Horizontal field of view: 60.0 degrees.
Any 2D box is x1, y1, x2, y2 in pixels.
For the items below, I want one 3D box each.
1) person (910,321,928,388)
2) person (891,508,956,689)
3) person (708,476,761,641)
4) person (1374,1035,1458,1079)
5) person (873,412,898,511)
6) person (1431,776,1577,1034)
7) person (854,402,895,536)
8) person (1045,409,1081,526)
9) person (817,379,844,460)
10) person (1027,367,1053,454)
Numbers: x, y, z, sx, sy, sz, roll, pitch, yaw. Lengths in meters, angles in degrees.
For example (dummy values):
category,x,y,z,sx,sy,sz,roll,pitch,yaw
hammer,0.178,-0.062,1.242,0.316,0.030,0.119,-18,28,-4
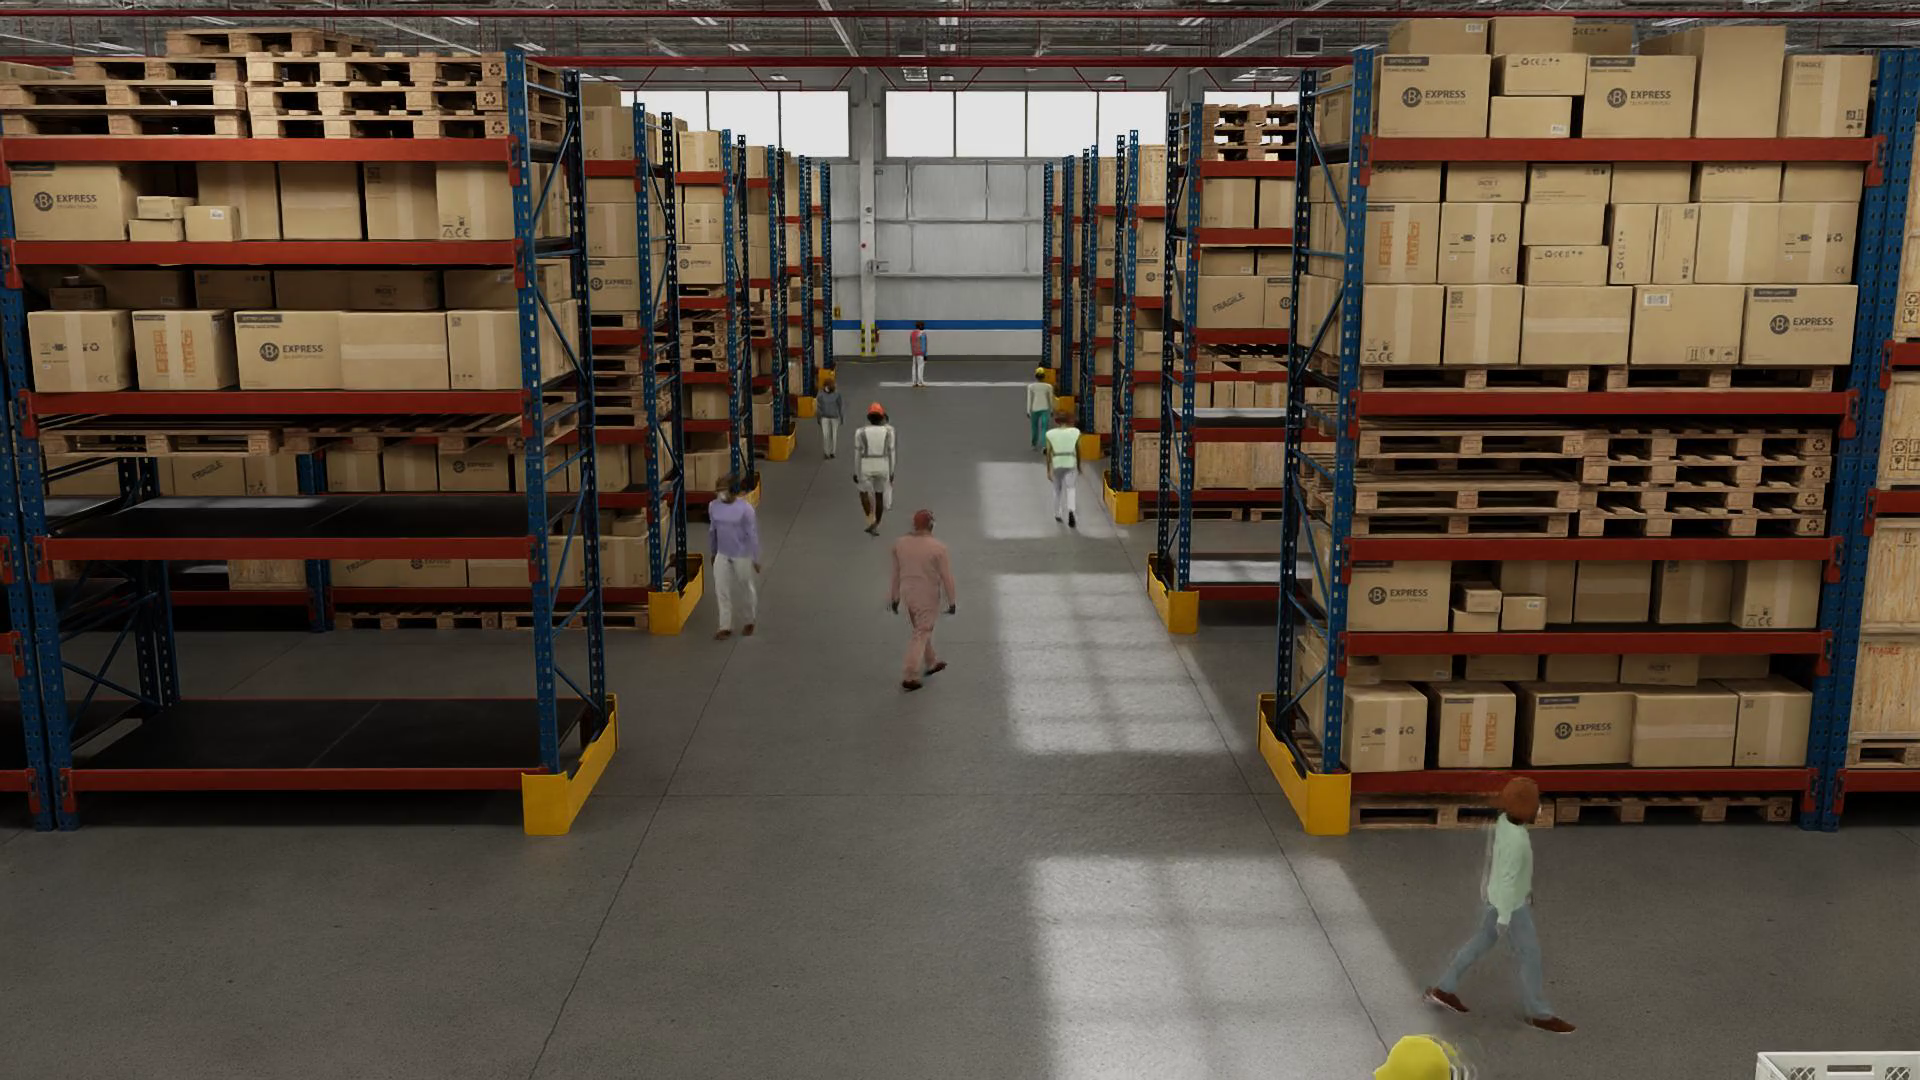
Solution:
category,x,y,z,sx,sy,sz,roll,pitch,yaw
person,-1.106,-5.068,45.430,0.429,1.836,0.626,-8,14,-35
person,-0.383,0.593,17.330,0.671,1.858,1.011,7,13,31
person,-2.614,0.213,19.073,0.763,1.894,0.874,5,12,24
person,1.839,2.789,6.611,0.939,1.788,0.614,0,11,-2
person,-1.291,-1.329,27.472,0.524,1.600,0.858,-2,12,-11
person,3.305,2.181,10.094,0.838,1.596,0.509,2,12,12
person,-1.292,-1.063,25.083,0.651,2.029,0.420,-3,12,-13
person,1.624,-1.135,25.980,0.587,1.821,0.816,0,11,-2
person,-2.532,-2.342,32.497,0.527,1.578,0.807,-1,11,-3
person,1.623,-2.619,33.555,0.538,1.730,0.883,-1,11,-4
